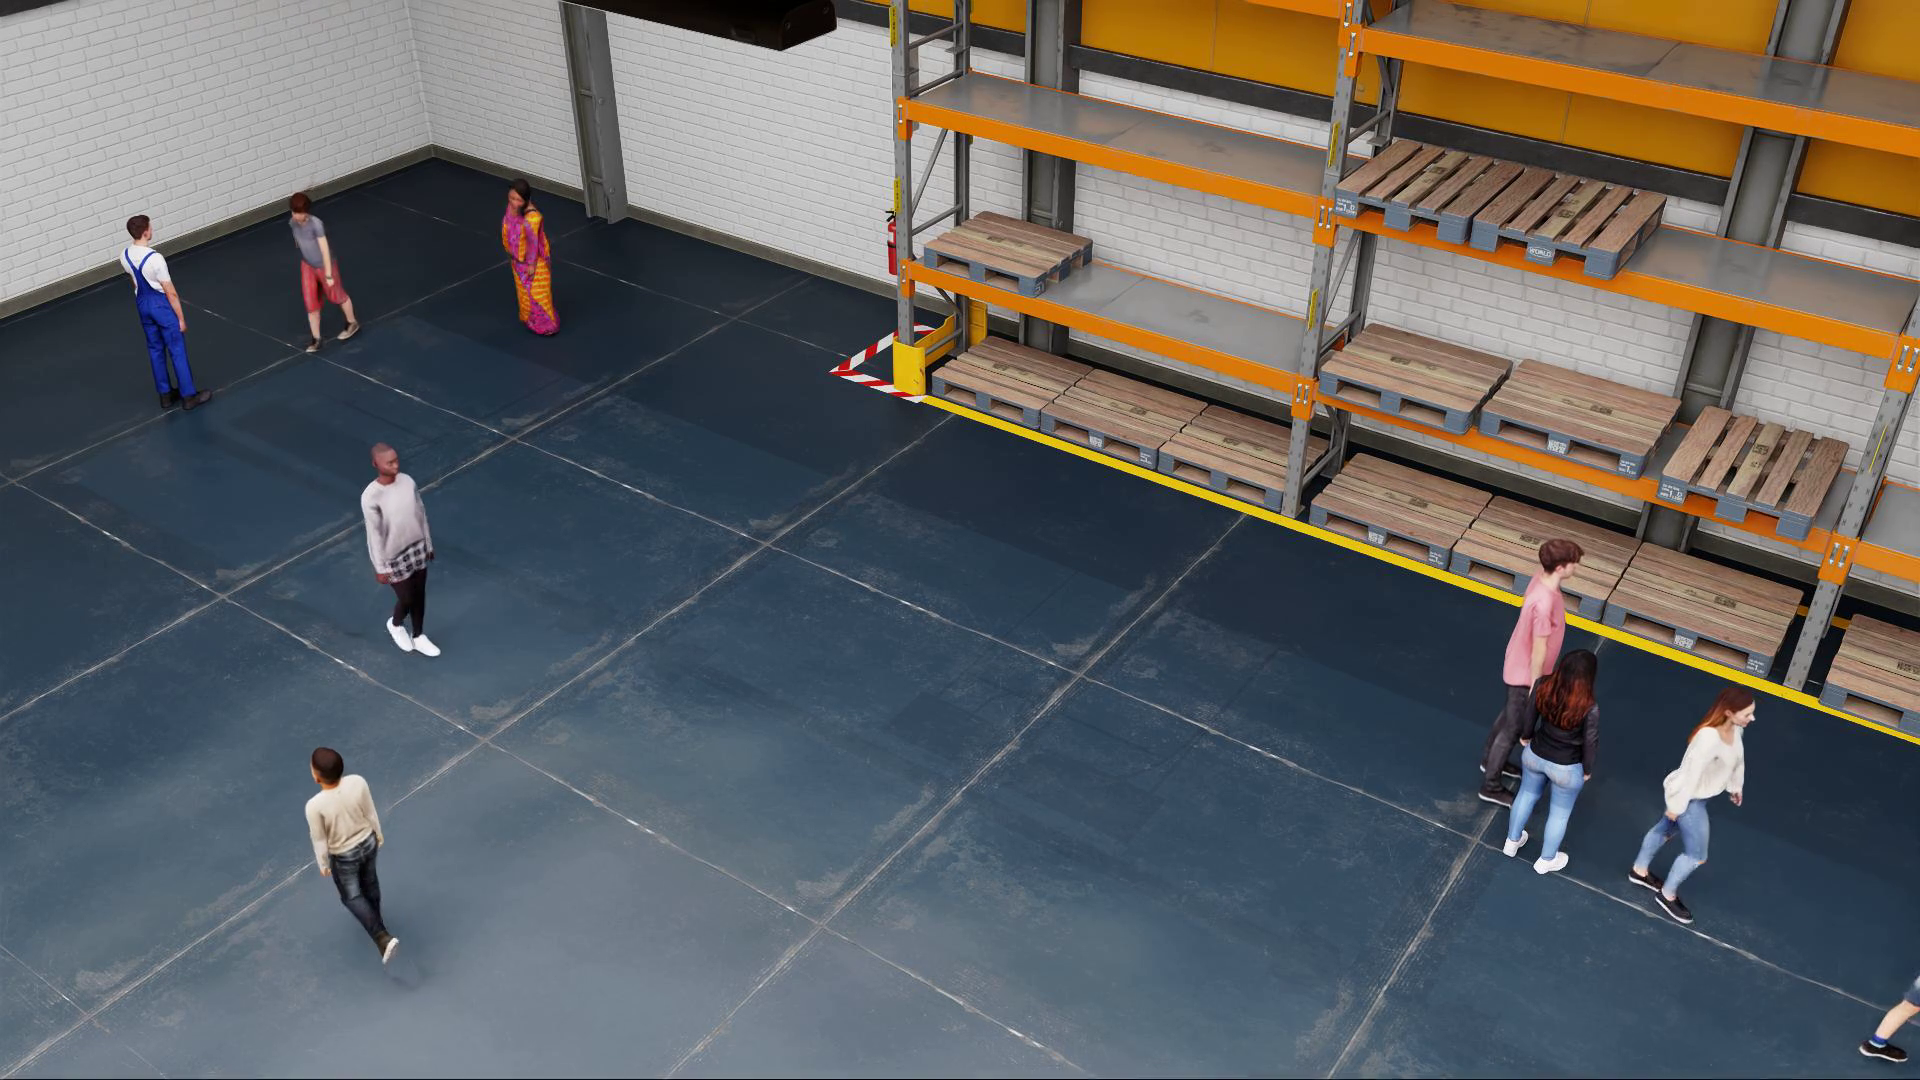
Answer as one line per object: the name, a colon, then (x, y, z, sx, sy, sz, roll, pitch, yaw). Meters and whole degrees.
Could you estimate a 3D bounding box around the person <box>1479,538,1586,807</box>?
person: (3.616, 0.821, 10.651, 0.652, 1.953, 0.693, 10, 35, 14)

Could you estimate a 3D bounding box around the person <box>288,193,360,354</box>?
person: (-6.203, -2.677, 16.218, 1.001, 1.616, 0.862, 13, 36, 18)

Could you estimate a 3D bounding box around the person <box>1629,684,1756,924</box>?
person: (4.275, 1.486, 9.902, 0.693, 1.675, 0.642, 24, 41, 32)

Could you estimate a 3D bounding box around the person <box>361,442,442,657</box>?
person: (-4.078, 0.068, 11.956, 0.661, 1.762, 0.647, 20, 38, 27)

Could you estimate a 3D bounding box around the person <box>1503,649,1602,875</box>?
person: (3.640, 1.335, 10.166, 0.744, 1.635, 0.568, -26, 42, -33)

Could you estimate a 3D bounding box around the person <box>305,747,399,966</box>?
person: (-3.470, 1.825, 9.600, 0.882, 1.444, 0.592, 26, 41, 33)

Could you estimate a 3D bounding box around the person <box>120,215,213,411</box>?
person: (-7.275, -2.062, 15.084, 0.613, 1.847, 0.745, 8, 35, 12)

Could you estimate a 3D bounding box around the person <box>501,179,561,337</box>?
person: (-4.281, -2.868, 16.457, 0.920, 1.670, 0.767, -11, 35, -16)
